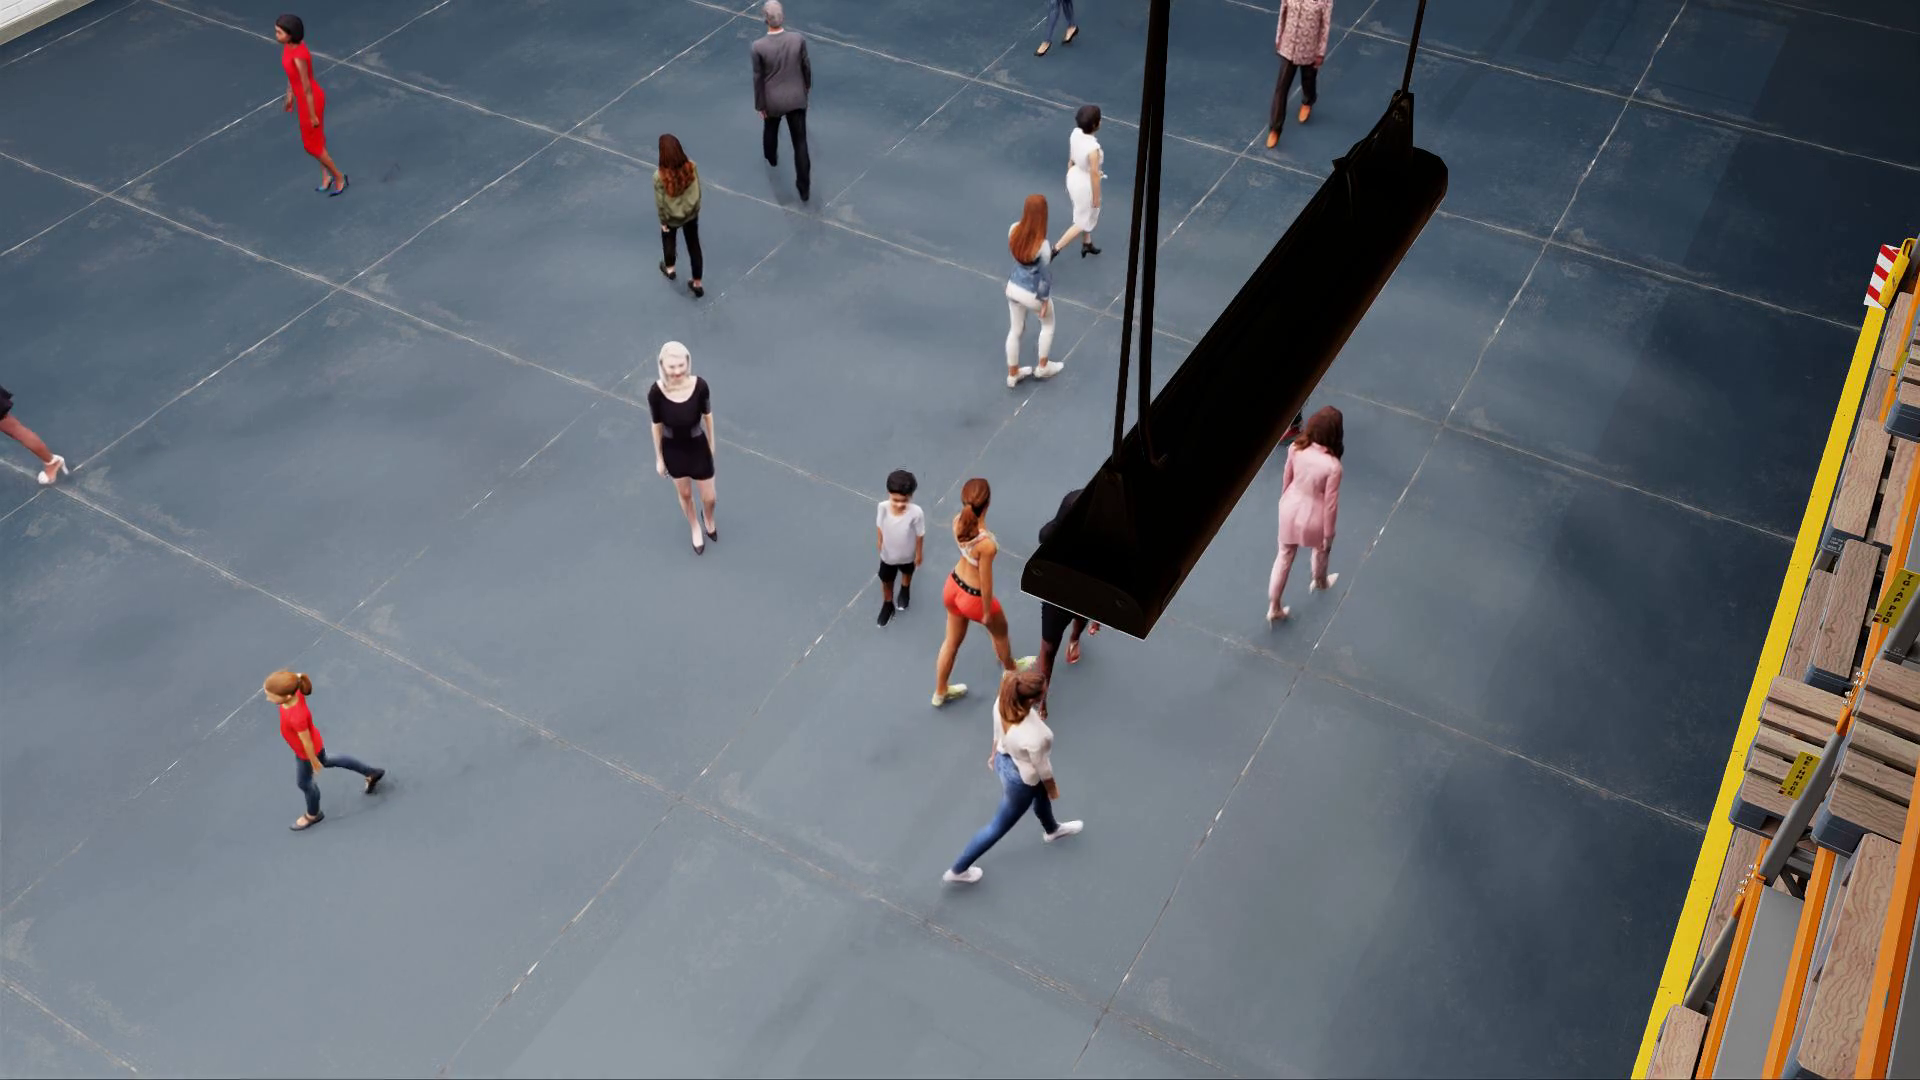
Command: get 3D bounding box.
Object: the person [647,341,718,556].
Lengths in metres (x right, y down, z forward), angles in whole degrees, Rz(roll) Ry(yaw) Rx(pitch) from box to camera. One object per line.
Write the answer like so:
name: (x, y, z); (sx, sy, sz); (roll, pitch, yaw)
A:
person: (-1.927, -0.671, 11.609); (0.708, 1.821, 0.762); (-8, 44, -8)

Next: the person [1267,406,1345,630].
person: (2.233, -0.091, 11.032); (0.773, 1.777, 1.000); (33, 53, 30)

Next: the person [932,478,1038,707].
person: (-0.004, 0.401, 10.534); (1.076, 1.750, 0.836); (-28, 50, -26)

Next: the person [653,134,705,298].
person: (-2.317, -2.700, 14.004); (0.862, 1.455, 0.877); (-20, 47, -19)

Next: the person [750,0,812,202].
person: (-1.566, -3.944, 15.069); (1.235, 1.787, 1.302); (-10, 44, -10)

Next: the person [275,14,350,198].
person: (-5.860, -3.966, 15.125); (0.740, 1.741, 0.704); (-20, 47, -20)

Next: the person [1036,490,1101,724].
person: (0.750, 0.296, 10.709); (0.922, 1.661, 1.278); (7, 44, 7)

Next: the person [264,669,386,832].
person: (-3.873, 1.206, 10.021); (0.909, 1.292, 0.769); (-19, 47, -18)

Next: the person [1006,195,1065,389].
person: (0.465, -1.884, 12.985); (0.698, 1.679, 0.781); (34, 53, 30)

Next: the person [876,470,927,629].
person: (-0.390, -0.021, 11.346); (0.617, 1.242, 0.730); (7, 44, 7)

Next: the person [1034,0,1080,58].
person: (1.120, -5.919, 17.161); (1.015, 1.760, 0.805); (-32, 52, -29)

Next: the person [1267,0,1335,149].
person: (3.296, -4.733, 15.898); (0.794, 1.785, 1.245); (15, 46, 16)

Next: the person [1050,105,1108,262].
person: (0.998, -2.984, 14.243); (1.011, 1.535, 0.838); (-22, 48, -21)

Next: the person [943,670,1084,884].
person: (0.257, 1.406, 9.531); (1.201, 1.680, 1.098); (-14, 45, -15)
